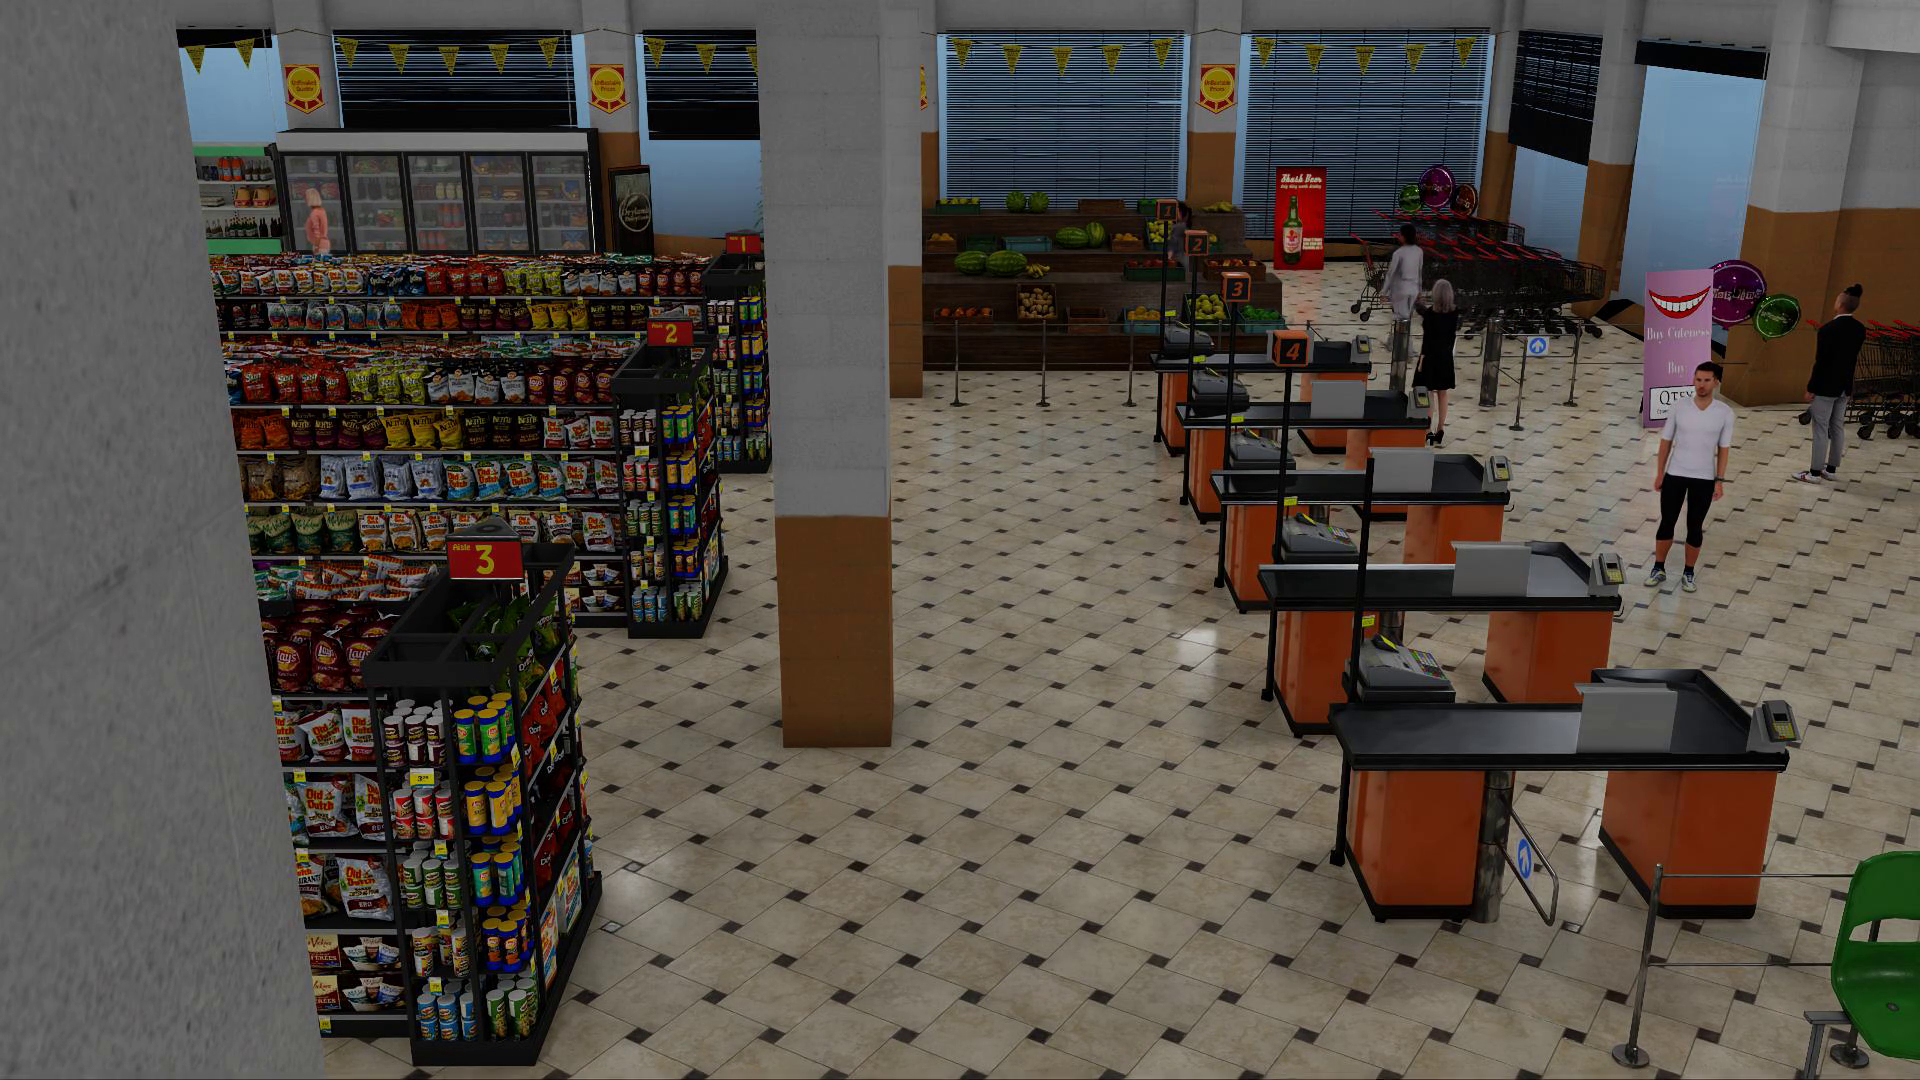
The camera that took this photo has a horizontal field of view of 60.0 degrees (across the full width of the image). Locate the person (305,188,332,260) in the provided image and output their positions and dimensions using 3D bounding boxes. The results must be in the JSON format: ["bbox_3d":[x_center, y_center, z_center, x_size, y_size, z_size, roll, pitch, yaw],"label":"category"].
[{"bbox_3d":[-9.655,-4.444,25.127,0.550,1.724,0.620,-2,19,-7],"label":"person"}]

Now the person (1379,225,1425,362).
[{"bbox_3d":[5.741,-3.133,21.268,1.069,1.706,0.997,-8,20,-24],"label":"person"}]

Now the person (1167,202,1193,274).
[{"bbox_3d":[3.242,-3.973,23.882,1.174,1.626,0.807,5,19,15],"label":"person"}]

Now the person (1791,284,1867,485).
[{"bbox_3d":[8.457,-1.516,16.091,0.692,1.950,0.847,-8,20,-22],"label":"person"}]

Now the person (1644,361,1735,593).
[{"bbox_3d":[5.839,-0.521,13.294,0.689,1.851,0.817,10,21,28],"label":"person"}]

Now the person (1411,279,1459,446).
[{"bbox_3d":[4.995,-1.871,17.461,0.630,1.746,0.745,-8,20,-21],"label":"person"}]
